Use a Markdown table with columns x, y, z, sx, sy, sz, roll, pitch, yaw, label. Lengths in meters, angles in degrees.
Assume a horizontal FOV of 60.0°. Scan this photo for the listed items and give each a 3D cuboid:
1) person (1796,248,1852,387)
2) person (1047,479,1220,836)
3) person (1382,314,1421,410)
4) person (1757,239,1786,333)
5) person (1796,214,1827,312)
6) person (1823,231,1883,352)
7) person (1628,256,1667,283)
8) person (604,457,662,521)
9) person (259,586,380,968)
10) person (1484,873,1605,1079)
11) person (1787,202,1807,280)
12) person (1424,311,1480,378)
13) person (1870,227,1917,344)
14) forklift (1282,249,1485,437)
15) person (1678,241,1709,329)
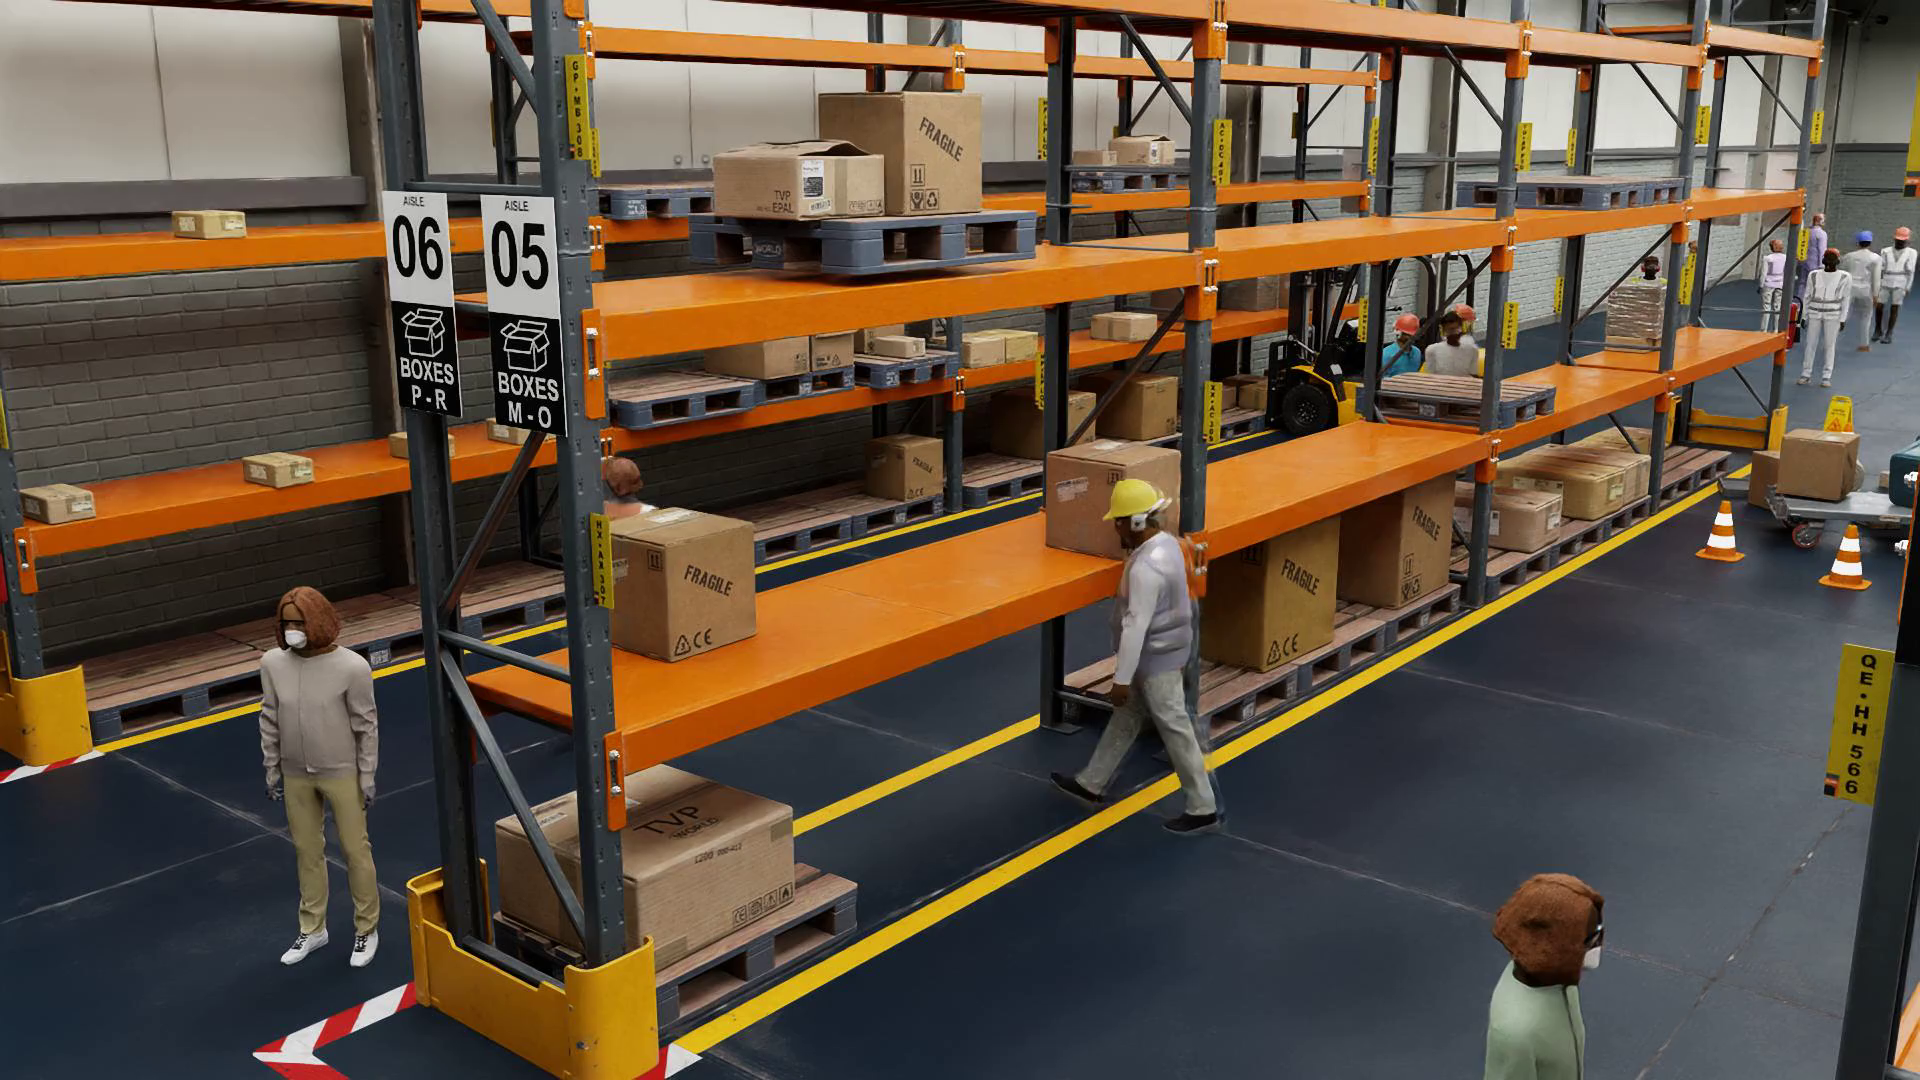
| x | y | z | sx | sy | sz | roll | pitch | yaw | label |
| --- | --- | --- | --- | --- | --- | --- | --- | --- | --- |
| 11.852 | -3.051 | 22.818 | 0.574 | 1.883 | 0.356 | 11 | 17 | 37 | person |
| 0.894 | 0.576 | 8.280 | 0.948 | 1.763 | 0.663 | 3 | 14 | 14 | person |
| 4.219 | -1.296 | 15.946 | 0.559 | 1.747 | 0.331 | -10 | 17 | -35 | person |
| 13.952 | -4.343 | 28.578 | 0.523 | 1.639 | 0.306 | -3 | 14 | -13 | person |
| 16.443 | -5.322 | 32.041 | 0.400 | 1.900 | 0.648 | -2 | 14 | -6 | person |
| 14.125 | -3.896 | 26.244 | 0.805 | 1.924 | 0.647 | -10 | 17 | -35 | person |
| 9.036 | -2.814 | 21.959 | 0.586 | 1.859 | 0.405 | 6 | 15 | 23 | person |
| -1.932 | 0.328 | 9.616 | 0.512 | 1.619 | 0.514 | 6 | 15 | 24 | person |
| -2.653 | 0.983 | 6.908 | 0.501 | 1.633 | 0.280 | 2 | 14 | 6 | person |
| 1.472 | 1.618 | 4.334 | 0.271 | 1.629 | 0.502 | 8 | 16 | 31 | person |
| 19.758 | -7.081 | 39.335 | 0.341 | 1.839 | 0.501 | 5 | 15 | 19 | person |
| 4.522 | -1.200 | 15.377 | 0.600 | 1.845 | 0.445 | -1 | 14 | -5 | person |
| 15.366 | -4.192 | 27.387 | 0.557 | 1.920 | 0.419 | 9 | 17 | 34 | person |
| 4.886 | -2.214 | 18.767 | 2.313 | 2.155 | 1.214 | 11 | 18 | 38 | forklift |
| 12.421 | -4.252 | 28.216 | 0.314 | 1.636 | 0.517 | -8 | 16 | -29 | person |
